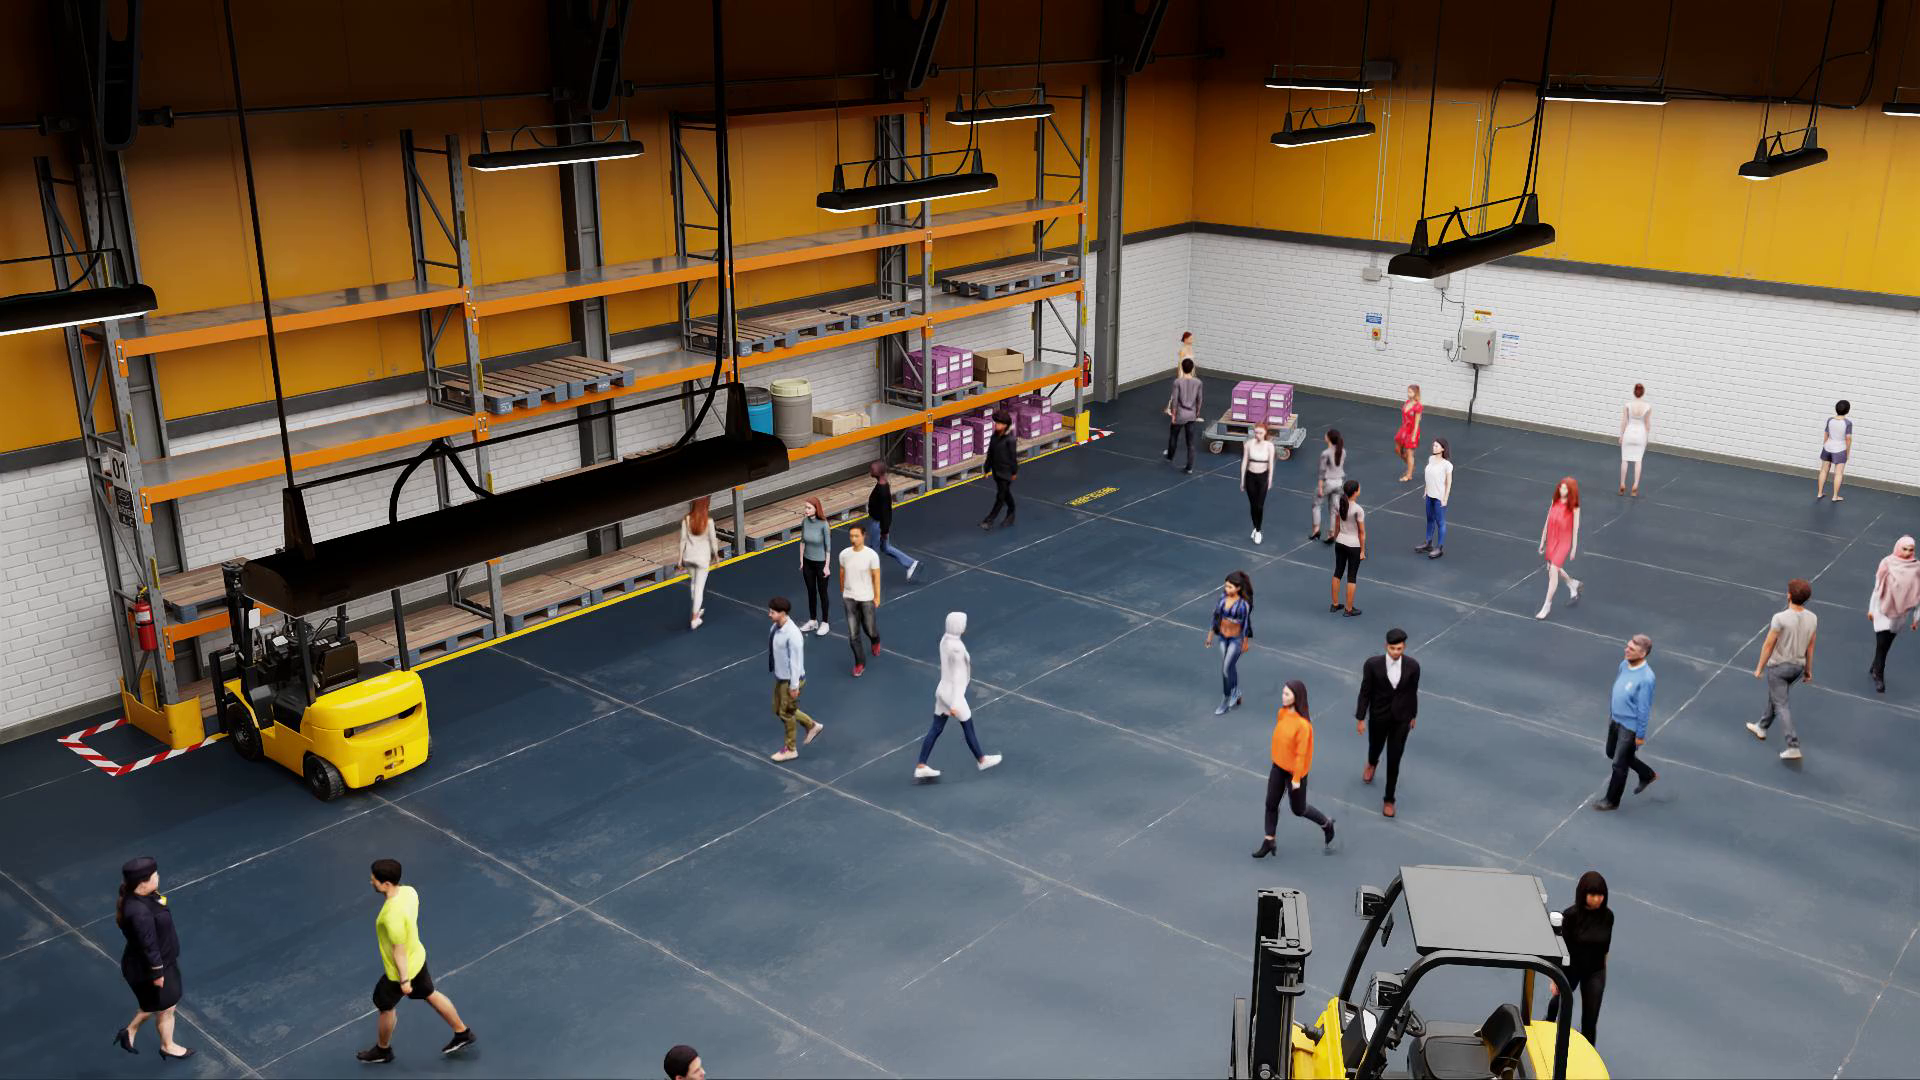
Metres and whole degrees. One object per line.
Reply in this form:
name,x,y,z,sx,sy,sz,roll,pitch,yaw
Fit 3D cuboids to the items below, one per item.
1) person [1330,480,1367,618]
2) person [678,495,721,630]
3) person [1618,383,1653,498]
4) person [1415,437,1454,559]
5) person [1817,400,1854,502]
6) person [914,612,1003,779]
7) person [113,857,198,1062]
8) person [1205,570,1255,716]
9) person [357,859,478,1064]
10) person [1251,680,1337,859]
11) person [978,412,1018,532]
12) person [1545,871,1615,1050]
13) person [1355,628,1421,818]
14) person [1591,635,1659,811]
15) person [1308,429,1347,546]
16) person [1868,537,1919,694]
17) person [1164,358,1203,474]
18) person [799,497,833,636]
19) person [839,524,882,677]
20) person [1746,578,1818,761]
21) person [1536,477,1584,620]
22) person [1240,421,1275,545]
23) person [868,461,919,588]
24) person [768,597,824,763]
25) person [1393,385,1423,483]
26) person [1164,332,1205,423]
person,4.872,0.088,20.885,0.610,1.748,0.651,-14,23,-36
person,-3.267,0.274,20.448,0.790,1.674,0.893,2,19,5
person,10.397,-1.547,25.666,0.636,1.794,0.597,7,20,21
person,6.597,-0.589,22.995,0.673,1.684,0.681,-8,20,-23
person,13.475,-1.397,25.582,0.601,1.565,0.614,-13,22,-33
person,-0.170,1.586,16.480,1.240,1.721,0.973,-8,20,-22
person,-5.959,3.098,12.089,0.895,1.657,0.845,-9,21,-26
person,3.004,1.089,18.139,0.779,1.603,0.692,-15,23,-37
person,-3.970,3.075,12.142,1.126,1.666,1.120,0,19,0
person,3.055,2.084,14.994,1.139,1.726,0.921,-8,20,-21
person,0.672,-1.003,24.159,0.693,1.725,1.094,18,25,42
person,4.482,3.117,12.121,1.019,1.601,1.134,0,19,0
person,4.126,1.672,16.037,1.109,1.840,1.314,3,19,10
person,6.465,1.730,15.915,1.054,1.808,0.982,-2,19,-7
person,5.265,-0.711,23.399,0.736,1.659,0.805,-8,20,-24
person,10.476,0.805,18.734,0.919,1.762,1.209,6,20,18
person,3.678,-1.979,26.920,1.137,1.814,1.156,-4,19,-11
person,-1.750,0.308,20.240,0.603,1.742,0.552,11,22,31
person,-1.129,0.647,19.167,0.880,1.786,1.024,4,19,12
person,8.467,1.350,16.965,1.211,1.859,1.212,-3,19,-9
person,7.558,0.082,20.827,1.181,1.797,0.876,-9,21,-26
person,4.250,-0.854,23.719,0.722,1.725,0.864,7,20,21
person,-0.950,-0.205,21.791,1.084,1.726,1.030,-2,19,-6
person,-1.659,1.408,16.902,0.966,1.788,0.873,-8,20,-23
person,7.233,-1.706,26.468,0.795,1.584,0.728,-6,20,-18
person,4.014,-2.946,30.117,0.734,1.606,1.026,11,21,29
